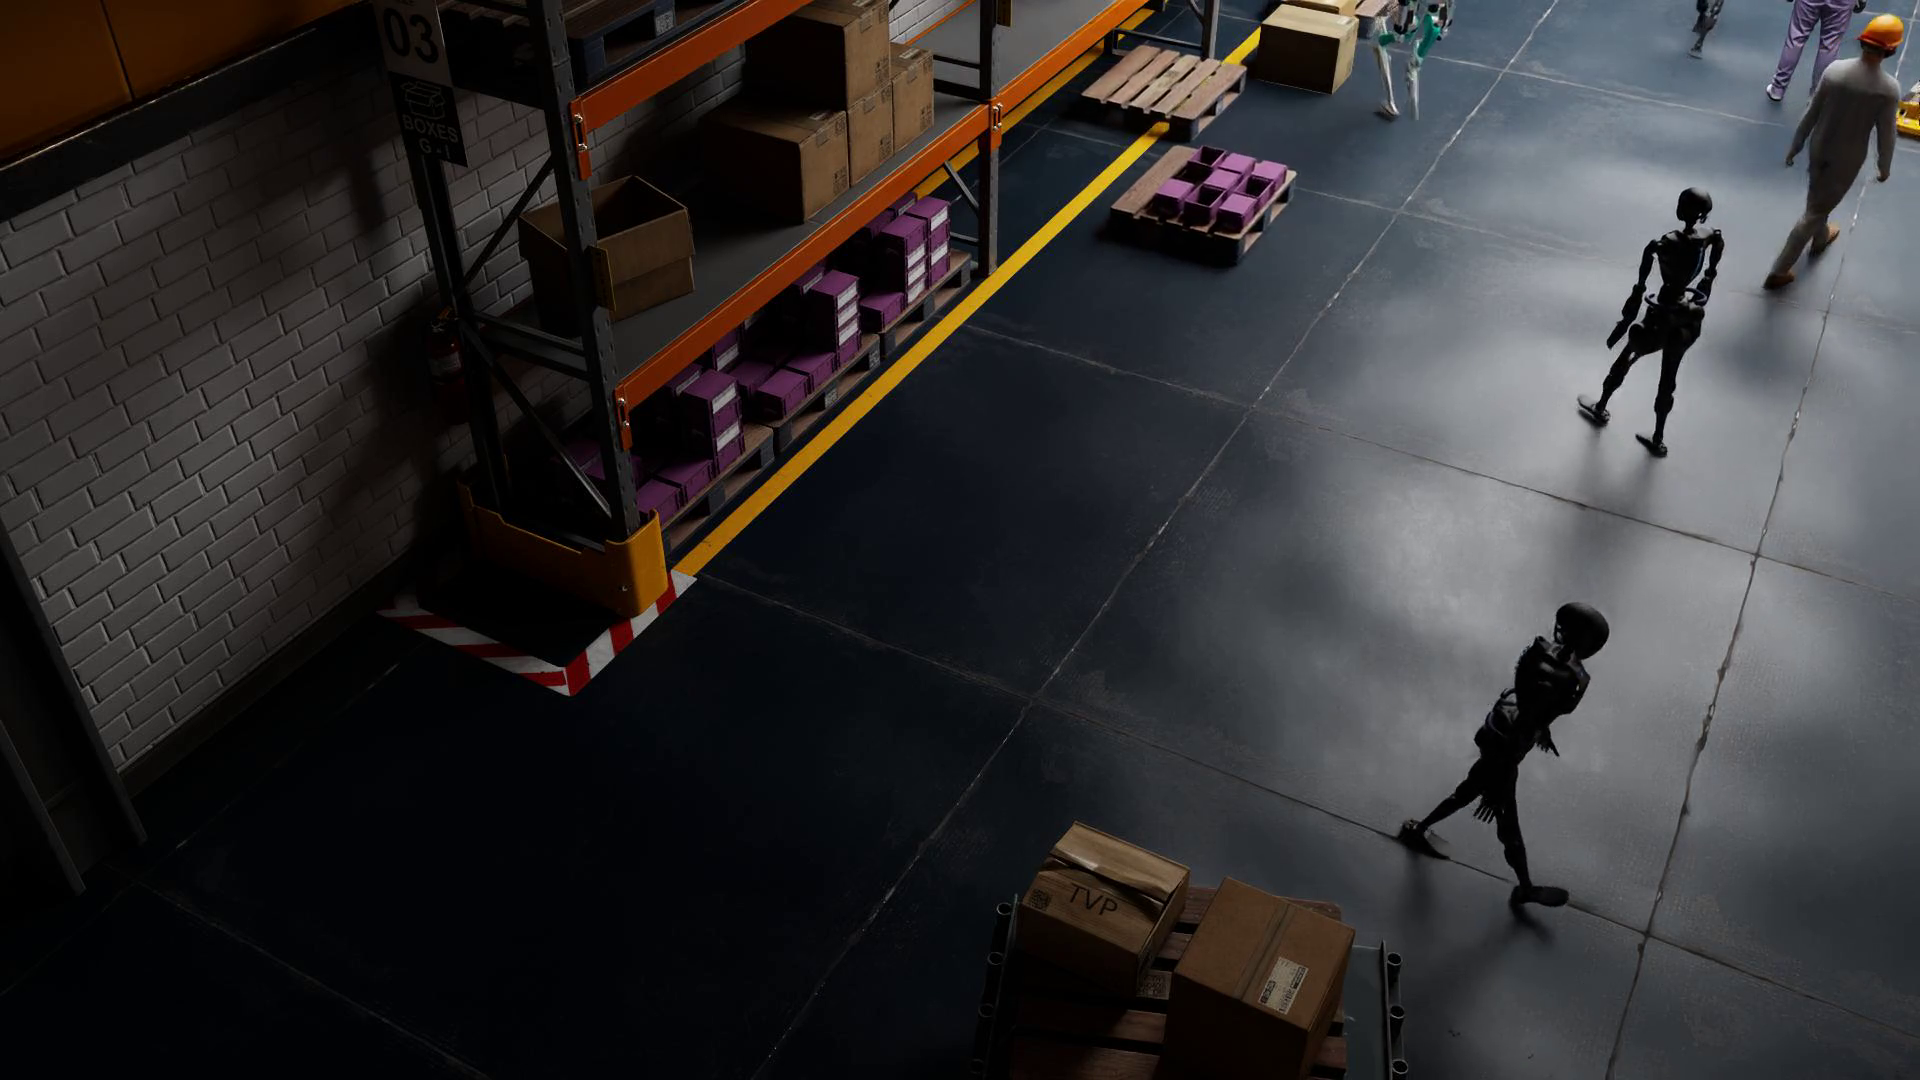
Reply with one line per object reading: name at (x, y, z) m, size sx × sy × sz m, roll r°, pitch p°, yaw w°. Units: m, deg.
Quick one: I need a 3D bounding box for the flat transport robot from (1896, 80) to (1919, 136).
flat transport robot at (8.240, -3.622, 13.747) m, size 0.659 × 0.231 × 1.431 m, roll 28°, pitch 46°, yaw 30°

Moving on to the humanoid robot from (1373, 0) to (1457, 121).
humanoid robot at (3.607, -4.177, 13.312) m, size 0.541 × 1.847 × 0.750 m, roll -12°, pitch 40°, yaw -15°

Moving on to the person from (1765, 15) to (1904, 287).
person at (5.997, -2.648, 11.275) m, size 0.993 × 1.843 × 0.600 m, roll -25°, pitch 45°, yaw -28°

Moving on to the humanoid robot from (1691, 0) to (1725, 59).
humanoid robot at (6.688, -5.104, 14.527) m, size 0.592 × 1.636 × 0.791 m, roll 16°, pitch 41°, yaw 19°

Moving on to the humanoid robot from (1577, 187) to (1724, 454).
humanoid robot at (4.109, -1.329, 9.762) m, size 0.584 × 1.637 × 0.642 m, roll -11°, pitch 40°, yaw -14°

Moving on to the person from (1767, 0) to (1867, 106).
person at (7.061, -4.477, 13.507) m, size 0.640 × 1.908 × 0.412 m, roll 16°, pitch 41°, yaw 19°

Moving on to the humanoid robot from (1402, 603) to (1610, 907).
humanoid robot at (2.353, 0.878, 7.036) m, size 0.793 × 1.614 × 0.586 m, roll 23°, pitch 44°, yaw 26°
